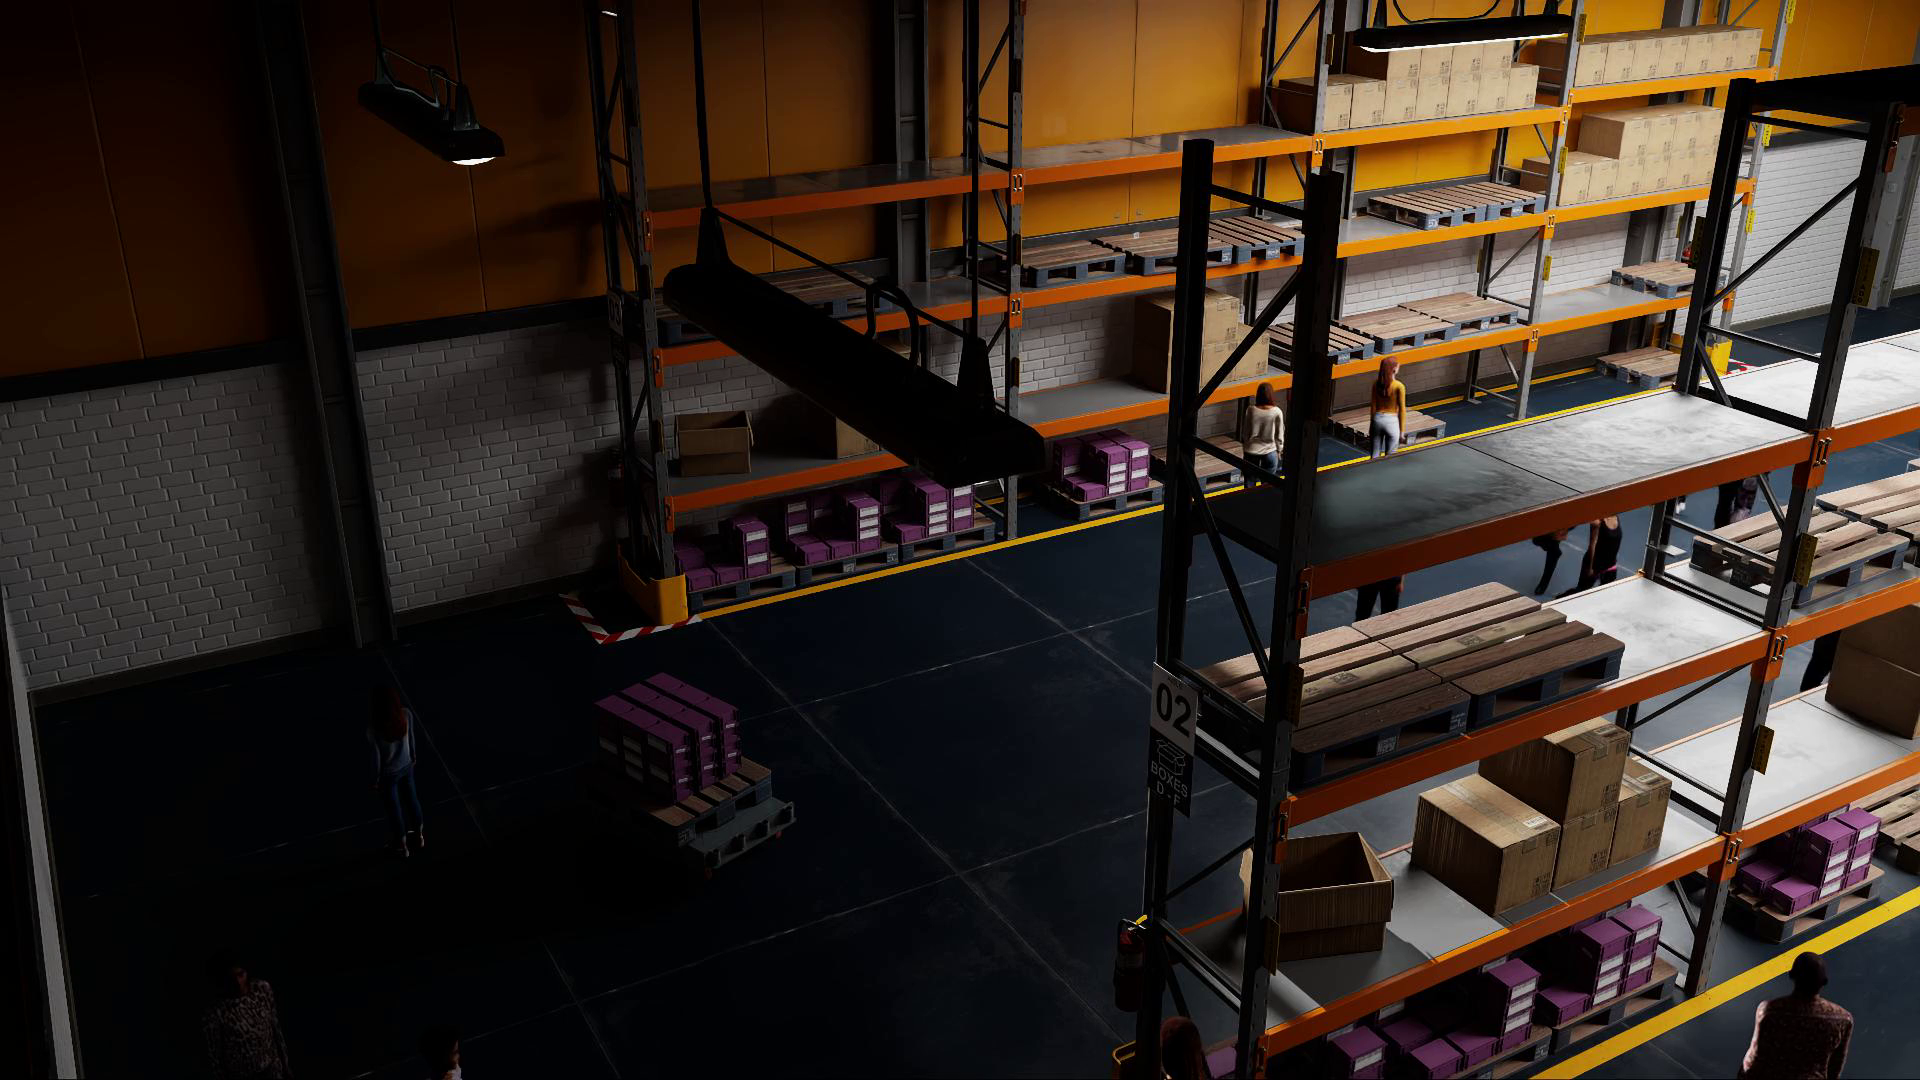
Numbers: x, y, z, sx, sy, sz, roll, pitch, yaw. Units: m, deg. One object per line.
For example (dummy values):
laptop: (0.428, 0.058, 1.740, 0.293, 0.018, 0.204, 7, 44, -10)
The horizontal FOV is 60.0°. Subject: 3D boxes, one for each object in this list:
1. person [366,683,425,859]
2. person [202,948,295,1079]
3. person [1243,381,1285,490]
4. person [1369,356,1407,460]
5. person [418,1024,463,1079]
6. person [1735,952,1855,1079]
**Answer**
person: (-4.319, 1.743, 12.709, 0.695, 1.477, 0.582, 15, 28, 30)
person: (-4.018, 3.046, 9.435, 0.712, 1.713, 0.608, 19, 30, 36)
person: (3.385, -0.983, 18.689, 0.696, 1.682, 0.730, 9, 25, 20)
person: (4.946, -1.304, 19.339, 0.673, 1.750, 0.684, 17, 29, 33)
person: (-2.949, 3.320, 9.392, 0.759, 1.243, 0.619, 17, 29, 34)
person: (4.594, 3.080, 9.236, 0.746, 1.809, 0.840, 3, 24, 6)
